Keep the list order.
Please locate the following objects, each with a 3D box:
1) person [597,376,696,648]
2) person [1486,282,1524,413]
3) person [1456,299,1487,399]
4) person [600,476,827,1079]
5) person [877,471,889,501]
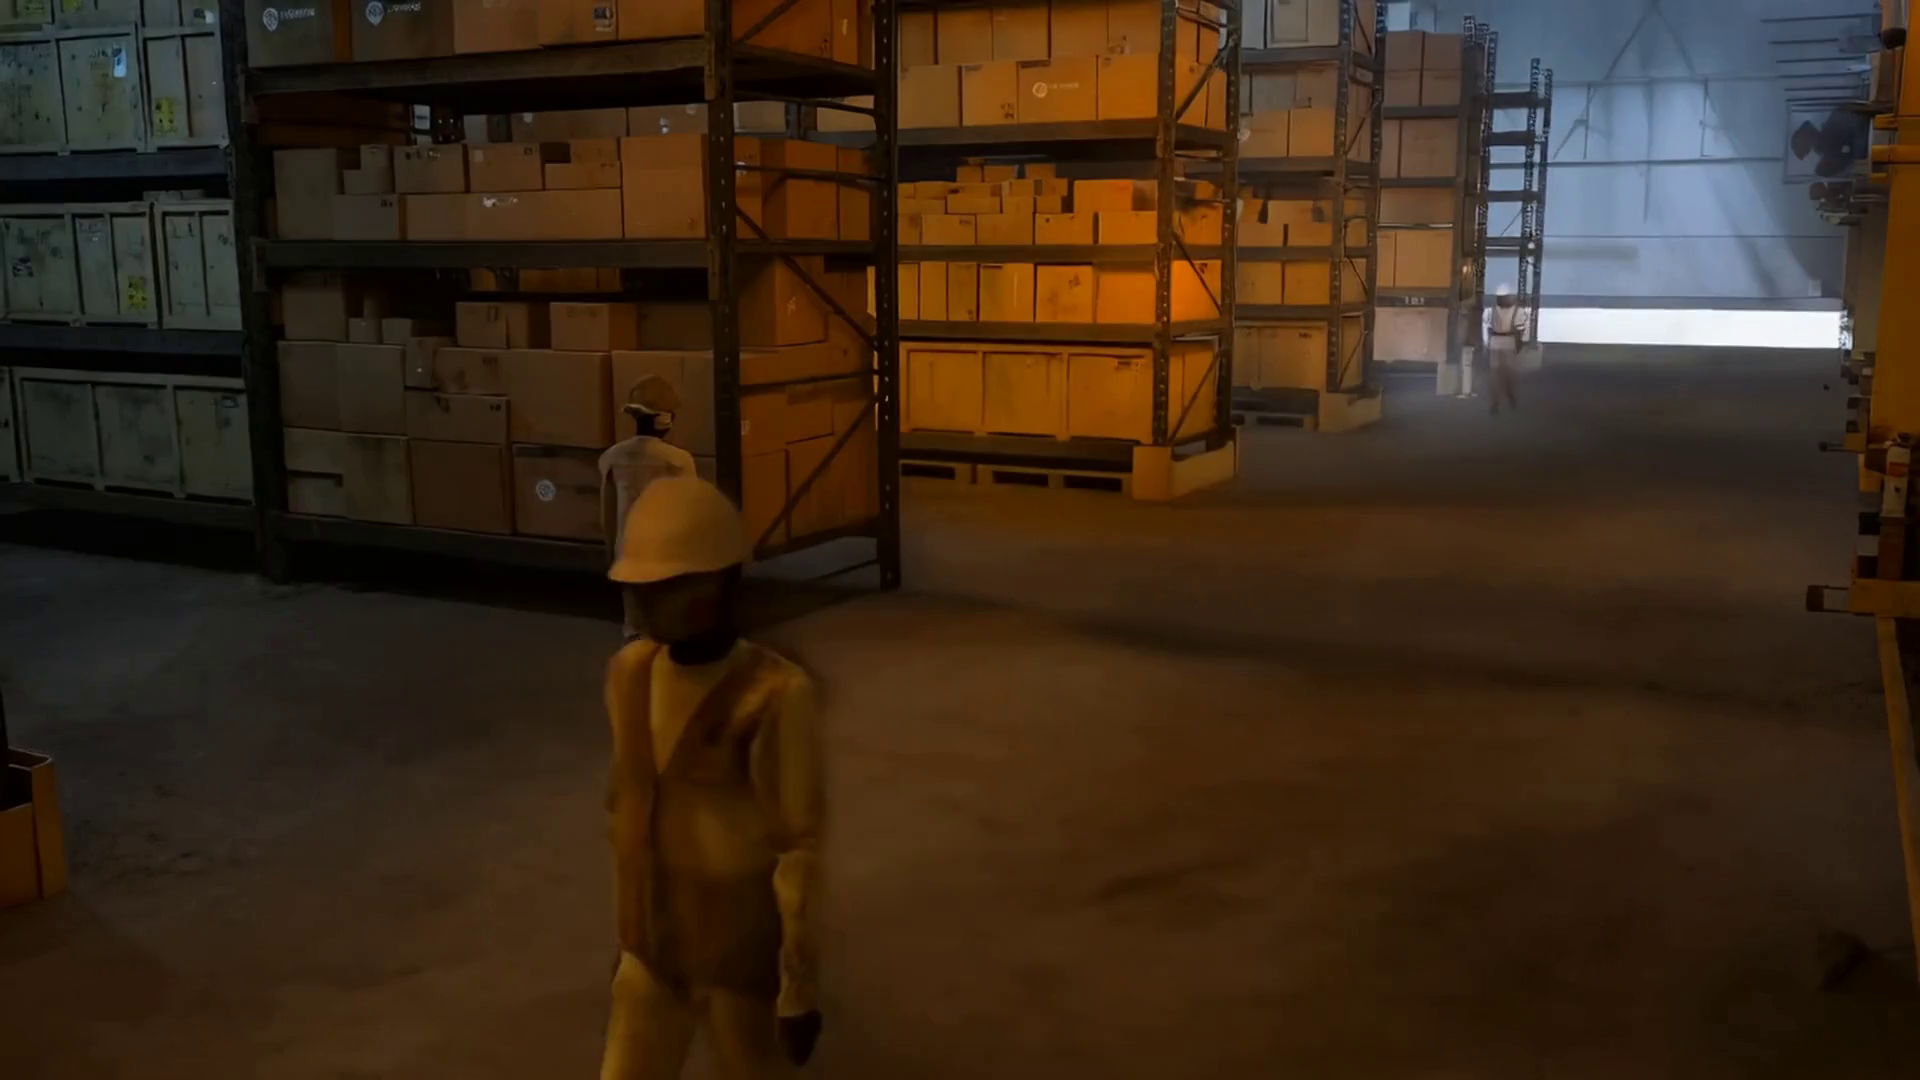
[{"bbox_3d":[-1.447,0.094,7.955,0.563,1.753,0.327,5,11,27],"label":"person"},{"bbox_3d":[7.993,-2.829,24.409,0.547,1.920,0.775,6,11,29],"label":"person"},{"bbox_3d":[8.227,-3.058,26.658,0.531,1.602,0.598,2,10,11],"label":"person"},{"bbox_3d":[-0.467,0.799,3.443,0.550,1.913,0.866,6,12,33],"label":"person"},{"bbox_3d":[-1.063,-1.223,15.457,0.895,1.801,0.595,2,10,12],"label":"person"}]
